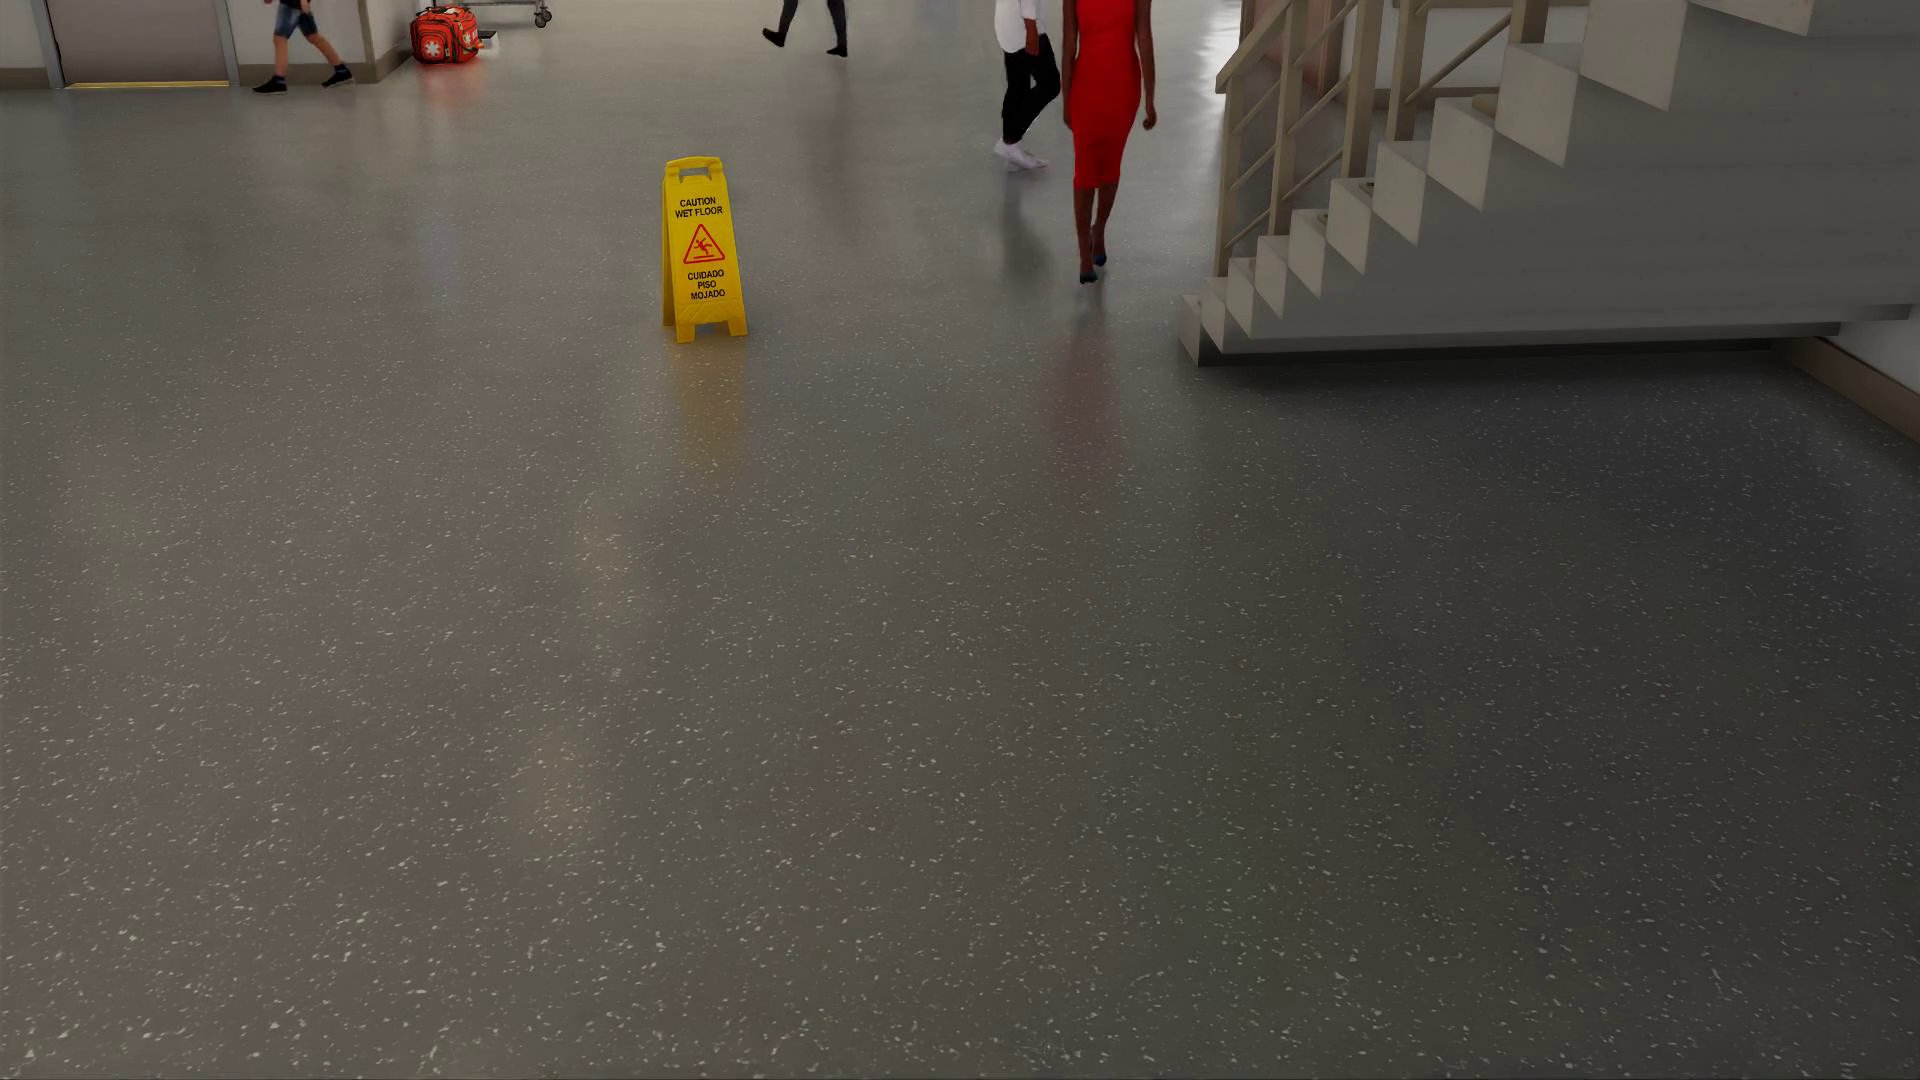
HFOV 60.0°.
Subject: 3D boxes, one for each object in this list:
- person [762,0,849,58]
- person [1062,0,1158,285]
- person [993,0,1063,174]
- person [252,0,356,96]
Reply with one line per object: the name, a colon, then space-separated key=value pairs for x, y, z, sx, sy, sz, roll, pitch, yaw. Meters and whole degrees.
person: x=-1.111 y=-4.808 z=13.580 sx=1.153 sy=1.730 sz=1.060 roll=22 pitch=33 yaw=38
person: x=0.699 y=-2.139 z=8.063 sx=0.644 sy=1.714 sz=1.026 roll=-1 pitch=26 yaw=-1
person: x=0.300 y=-3.092 z=9.937 sx=0.752 sy=1.803 sz=0.618 roll=-6 pitch=26 yaw=-12
person: x=-4.868 y=-4.017 z=12.307 sx=0.785 sy=1.410 sz=0.955 roll=-11 pitch=28 yaw=-22
